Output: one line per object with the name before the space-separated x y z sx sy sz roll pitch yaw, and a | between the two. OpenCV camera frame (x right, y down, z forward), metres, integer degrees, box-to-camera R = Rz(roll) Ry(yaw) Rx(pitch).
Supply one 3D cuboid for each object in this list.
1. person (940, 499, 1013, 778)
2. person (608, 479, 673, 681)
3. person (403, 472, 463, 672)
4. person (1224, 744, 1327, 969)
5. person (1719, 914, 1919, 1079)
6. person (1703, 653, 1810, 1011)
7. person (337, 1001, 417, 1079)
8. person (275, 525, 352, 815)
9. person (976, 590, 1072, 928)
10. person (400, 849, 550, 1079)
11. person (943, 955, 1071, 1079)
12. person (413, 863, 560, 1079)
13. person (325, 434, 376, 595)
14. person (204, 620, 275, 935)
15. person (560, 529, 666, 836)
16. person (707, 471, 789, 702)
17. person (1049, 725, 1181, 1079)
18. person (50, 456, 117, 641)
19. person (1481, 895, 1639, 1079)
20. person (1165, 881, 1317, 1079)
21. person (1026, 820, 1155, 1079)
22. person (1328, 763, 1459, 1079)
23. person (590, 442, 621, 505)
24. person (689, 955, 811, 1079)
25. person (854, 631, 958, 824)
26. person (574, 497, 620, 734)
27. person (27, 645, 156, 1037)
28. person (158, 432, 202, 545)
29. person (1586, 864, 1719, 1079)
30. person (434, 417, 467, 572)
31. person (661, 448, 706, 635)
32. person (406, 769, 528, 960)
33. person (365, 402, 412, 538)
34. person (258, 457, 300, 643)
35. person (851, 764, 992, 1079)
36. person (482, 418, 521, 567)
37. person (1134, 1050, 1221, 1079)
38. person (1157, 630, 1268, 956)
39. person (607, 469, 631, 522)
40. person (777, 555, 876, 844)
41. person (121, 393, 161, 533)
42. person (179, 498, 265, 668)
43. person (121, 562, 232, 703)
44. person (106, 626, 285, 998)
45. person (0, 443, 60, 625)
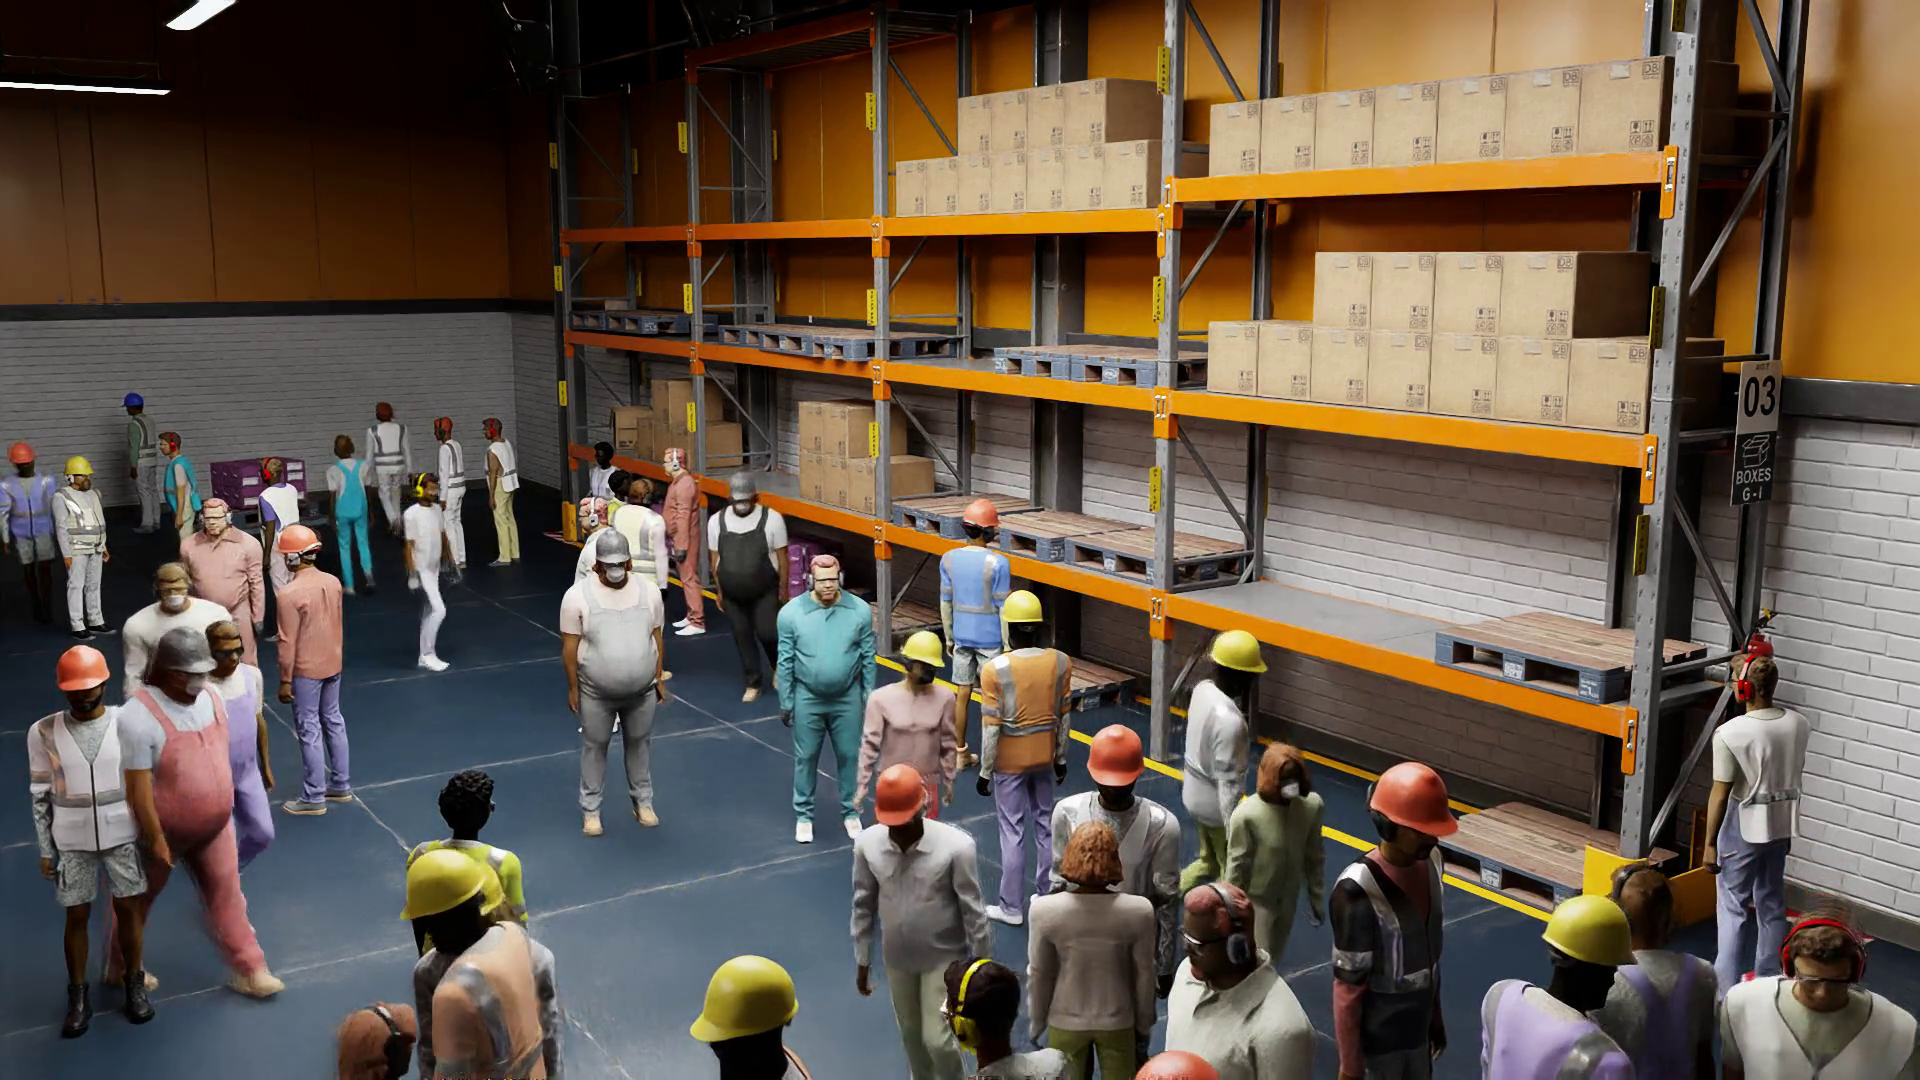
person | 0.146 0.717 12.196 0.605 2.045 0.378 6 12 33
person | -2.855 0.360 14.932 0.644 1.831 0.432 5 11 27
person | -4.831 0.292 15.292 0.538 1.846 0.548 2 10 12
person | 1.450 1.702 7.744 0.516 1.597 0.571 -5 11 -28
person | 2.757 2.009 5.380 0.609 1.793 0.974 4 11 24
person | 3.971 1.482 8.326 0.562 1.836 0.396 -3 10 -20
person | -1.704 2.176 4.922 0.543 1.602 0.582 -4 10 -20
person | -4.461 0.883 11.411 0.408 1.987 0.614 2 10 14
person | 0.353 1.238 9.481 0.595 1.925 0.373 -6 11 -30
person | -1.534 1.929 5.621 0.968 1.872 0.622 1 10 3
person | 0.157 2.092 4.745 0.519 1.837 0.807 -7 12 -34
person | -1.655 1.954 5.862 0.489 1.734 0.371 -1 10 -7
person | -6.811 -0.271 18.638 0.530 1.826 0.539 -7 12 -35
person | -4.102 1.321 9.295 0.477 1.824 0.571 6 11 31
person | -2.253 0.927 10.977 0.688 2.000 0.536 -5 11 -27
person | -1.822 0.376 14.210 0.690 2.000 0.555 1 10 7
person | 0.627 1.686 6.871 0.550 1.925 0.389 3 10 16
person | -8.726 0.076 16.578 0.404 1.833 0.589 2 10 12
person | 1.820 1.998 5.077 0.399 1.913 0.591 -4 10 -22
person | 0.817 1.983 5.221 0.400 1.895 0.654 -4 11 -23
person | 0.507 1.893 6.497 0.501 1.633 0.281 0 10 0
person | 1.583 1.779 6.031 0.612 2.029 0.407 -9 13 -44
person | -4.060 -0.296 19.193 0.536 1.691 0.319 6 11 32
person | -0.540 2.069 4.652 0.400 1.918 0.582 -4 11 -24
person | -0.309 1.365 9.298 0.611 1.741 0.541 -3 10 -15
person | -2.884 0.599 13.325 0.399 1.900 0.644 1 10 3
person | -4.230 1.457 8.168 0.547 1.938 0.379 -5 11 -27
person | -8.848 -0.323 18.935 0.390 1.835 0.561 -6 11 -31
person | 2.287 1.993 5.462 0.534 1.809 0.916 -1 10 -9
person | -6.184 -0.555 20.163 0.357 1.879 0.586 0 10 -2
person | -2.815 0.007 16.835 0.408 1.894 0.661 -2 10 -12
person | -2.027 1.788 6.930 0.540 1.695 0.317 3 10 15
person | -7.697 -0.939 22.482 0.611 1.859 0.745 -7 12 -35
person | -6.697 0.096 16.428 0.374 1.843 0.569 1 10 6
person | -0.184 1.757 7.022 0.587 1.719 0.420 4 10 22
person | -5.645 -0.587 20.490 0.389 1.836 0.561 1 10 6
person | 0.508 2.155 3.949 0.628 1.978 0.472 3 10 15
person | 1.315 1.380 8.734 0.689 1.895 0.638 -1 10 -8
person | -3.377 0.139 16.609 0.316 1.696 0.540 0 10 -1
person | -0.859 1.027 10.817 0.650 1.899 0.399 -2 10 -11
person | -11.302 -1.063 22.968 0.413 1.938 0.595 -1 10 -3
person | -5.898 0.605 13.307 0.639 1.899 0.397 -2 10 -9
person | -4.891 1.070 10.519 0.705 1.911 0.620 -5 11 -27
person | -4.009 1.352 8.483 1.021 2.000 0.691 5 11 25
person | -9.617 -0.064 17.234 0.564 1.896 0.860 -5 11 -27
